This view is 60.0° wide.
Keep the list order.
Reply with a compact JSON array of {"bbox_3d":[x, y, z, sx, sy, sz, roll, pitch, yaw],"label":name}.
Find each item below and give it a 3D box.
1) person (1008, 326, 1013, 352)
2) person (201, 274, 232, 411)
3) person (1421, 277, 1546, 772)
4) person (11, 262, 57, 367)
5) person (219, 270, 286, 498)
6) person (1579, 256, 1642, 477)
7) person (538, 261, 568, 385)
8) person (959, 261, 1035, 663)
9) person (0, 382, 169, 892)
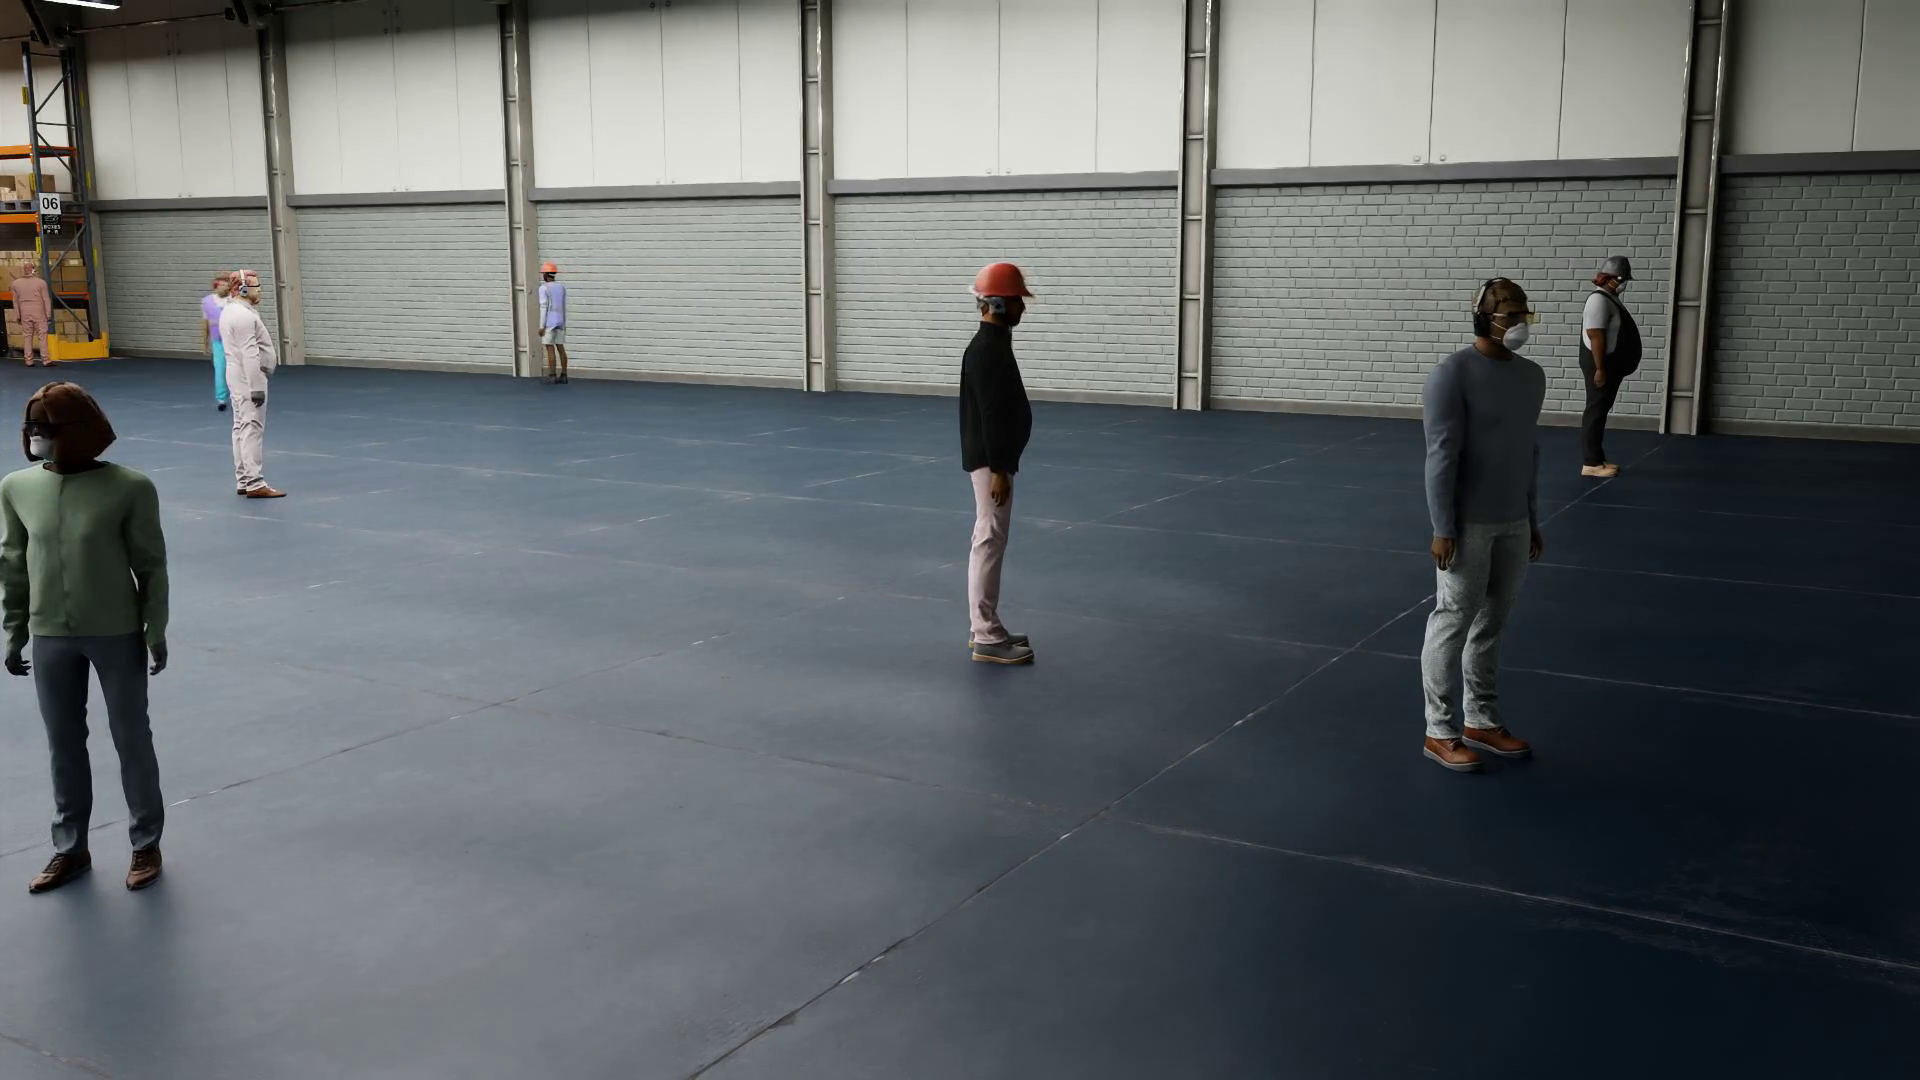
[{"bbox_3d":[0.377,-1.823,17.107,0.327,1.874,0.517,4,10,22],"label":"person"},{"bbox_3d":[-9.665,-2.594,21.898,0.615,1.792,0.996,-3,10,-15],"label":"person"},{"bbox_3d":[2.093,-0.065,6.618,0.630,1.940,0.372,-7,12,-34],"label":"person"},{"bbox_3d":[-16.905,-4.106,30.367,0.637,1.911,0.403,-1,10,-4],"label":"person"},{"bbox_3d":[-5.951,-1.306,13.974,0.407,1.910,0.638,-7,12,-34],"label":"person"},{"bbox_3d":[6.013,-1.613,15.385,0.535,2.000,0.674,5,11,26],"label":"person"},{"bbox_3d":[-6.448,-3.418,26.253,0.373,1.934,0.551,6,11,31],"label":"person"},{"bbox_3d":[0.185,-0.390,8.351,0.376,1.996,0.612,0,10,0],"label":"person"},{"bbox_3d":[-2.784,0.313,5.297,0.509,1.632,0.271,-1,10,-4],"label":"person"}]
